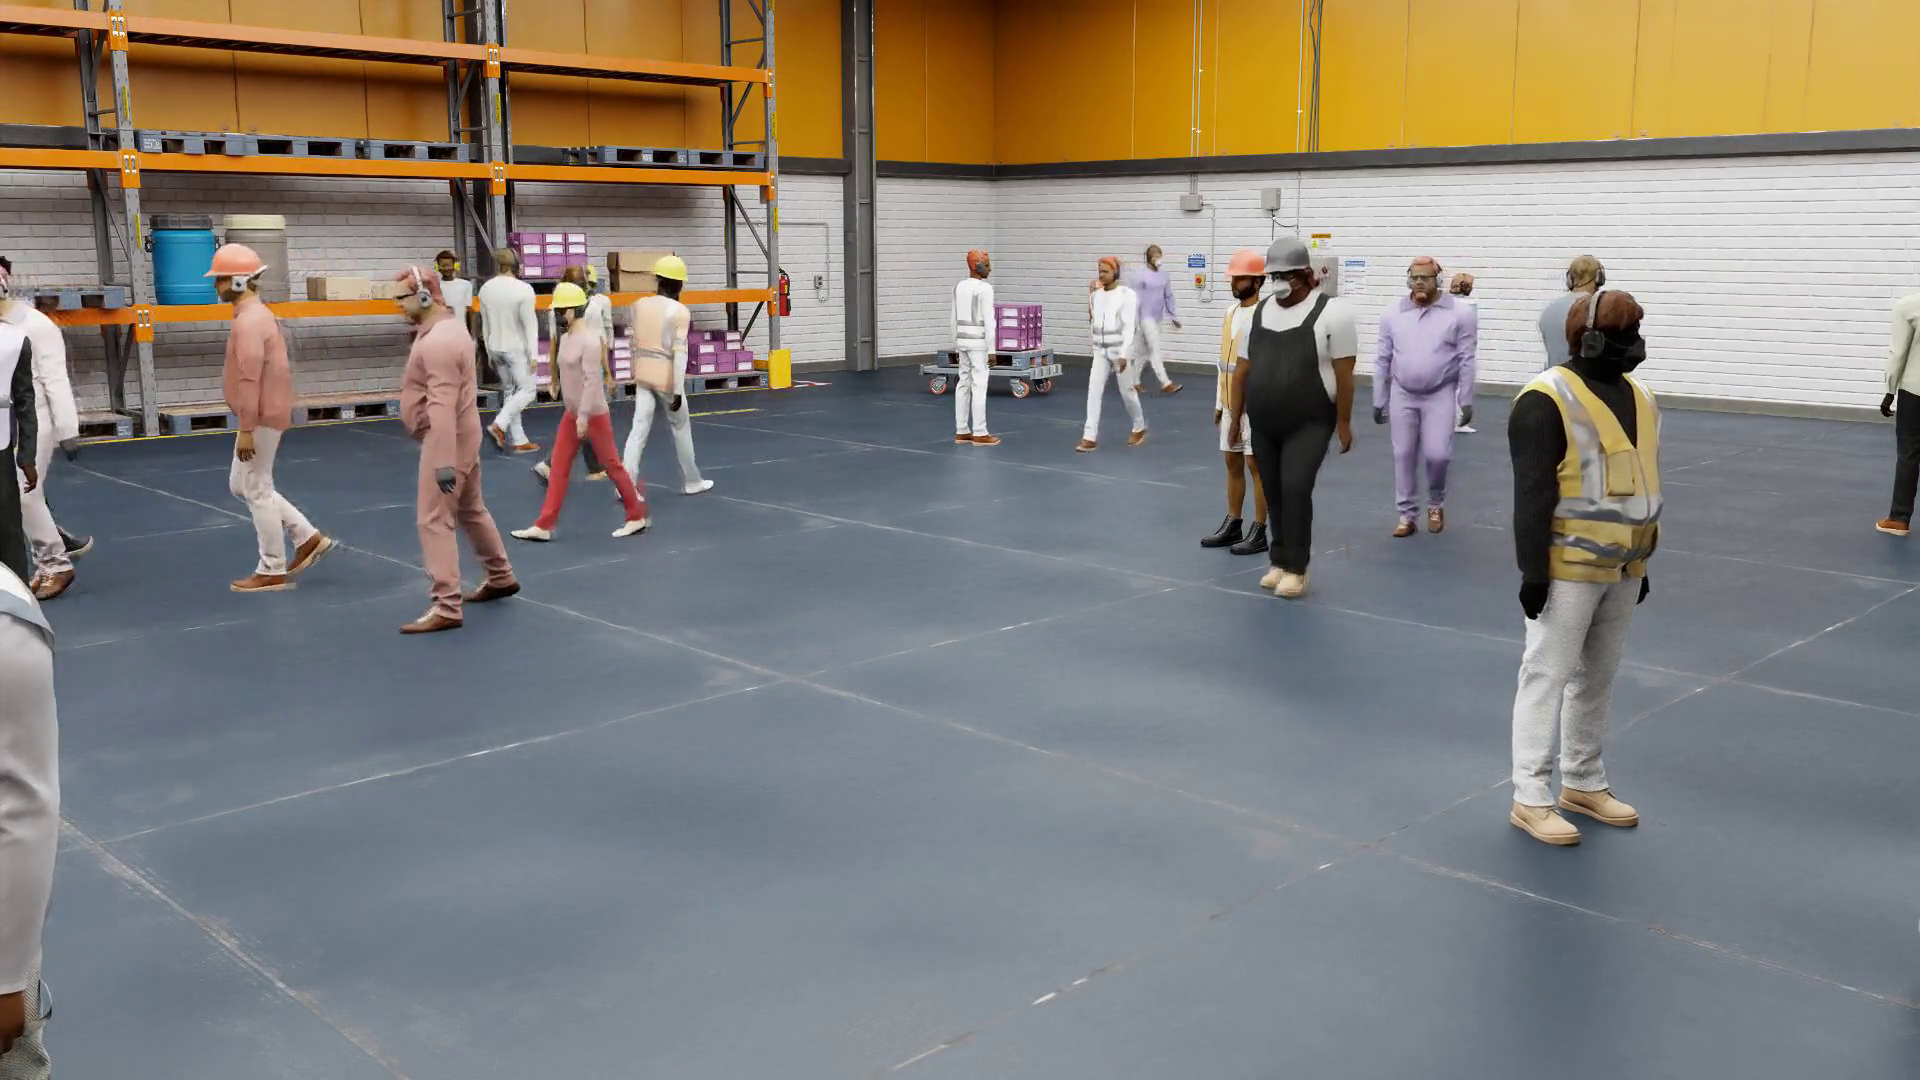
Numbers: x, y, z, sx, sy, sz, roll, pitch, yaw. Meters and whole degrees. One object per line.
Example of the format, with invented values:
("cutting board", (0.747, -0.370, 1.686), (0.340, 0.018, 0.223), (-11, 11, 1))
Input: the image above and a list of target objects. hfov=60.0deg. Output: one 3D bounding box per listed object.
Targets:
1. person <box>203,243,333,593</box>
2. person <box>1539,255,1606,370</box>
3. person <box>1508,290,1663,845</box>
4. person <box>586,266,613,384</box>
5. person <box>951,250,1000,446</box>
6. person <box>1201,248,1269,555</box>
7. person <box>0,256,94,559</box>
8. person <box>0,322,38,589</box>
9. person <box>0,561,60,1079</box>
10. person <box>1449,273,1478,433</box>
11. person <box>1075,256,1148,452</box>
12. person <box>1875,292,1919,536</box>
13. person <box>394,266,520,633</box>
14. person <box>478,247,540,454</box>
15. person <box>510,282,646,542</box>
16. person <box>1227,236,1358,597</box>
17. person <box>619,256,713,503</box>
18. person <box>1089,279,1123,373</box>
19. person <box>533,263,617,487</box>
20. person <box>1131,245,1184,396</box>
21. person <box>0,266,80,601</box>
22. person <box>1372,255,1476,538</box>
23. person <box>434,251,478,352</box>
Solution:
("person", (-3.960, -0.676, 9.416), (0.485, 1.979, 0.612), (-4, 11, -20))
("person", (4.019, -0.860, 10.647), (0.728, 1.893, 0.665), (-6, 12, -31))
("person", (2.115, 0.088, 5.603), (0.634, 1.843, 0.429), (-7, 12, -32))
("person", (-4.091, -2.161, 18.266), (0.560, 1.701, 0.965), (-1, 10, -7))
("person", (0.145, -1.852, 16.072), (0.346, 1.882, 0.578), (-8, 13, -37))
("person", (1.810, -0.880, 10.613), (0.349, 1.942, 0.545), (-6, 12, -29))
("person", (-5.802, -0.769, 10.071), (0.617, 1.915, 0.956), (4, 11, 21))
("person", (-4.821, -0.411, 8.131), (0.590, 1.917, 0.392), (-4, 11, -19))
("person", (-1.703, 0.621, 2.727), (0.589, 1.833, 0.404), (7, 12, 33))
("person", (5.105, -1.918, 17.105), (0.315, 1.637, 0.514), (-5, 12, -27))
("person", (1.469, -1.769, 15.770), (0.571, 1.844, 0.989), (9, 13, 39))
("person", (6.536, -1.016, 11.209), (0.612, 1.995, 0.382), (1, 10, 4))
("person", (-2.673, -0.489, 8.713), (0.499, 1.877, 0.802), (-2, 11, -10))
("person", (-4.150, -1.716, 15.249), (0.631, 1.921, 0.656), (6, 12, 28))
("person", (-2.507, -0.836, 10.998), (0.924, 1.709, 0.537), (-8, 13, -38))
("person", (1.795, -0.697, 9.344), (0.715, 2.000, 0.723), (8, 13, 39))
("person", (-2.284, -1.223, 12.687), (0.598, 1.874, 0.976), (5, 12, 26))
("person", (2.160, -3.285, 24.556), (0.522, 1.637, 0.305), (1, 10, 4))
("person", (-3.100, -1.304, 13.316), (0.520, 1.815, 0.893), (7, 13, 34))
("person", (2.492, -2.766, 21.031), (0.994, 1.886, 0.651), (10, 14, 43))
("person", (-5.269, -0.600, 9.253), (0.666, 1.881, 0.523), (4, 11, 23))
("person", (3.076, -0.947, 11.115), (0.676, 1.889, 0.428), (5, 12, 27))
("person", (-5.493, -2.186, 17.977), (0.541, 1.861, 0.328), (-2, 11, -11))
